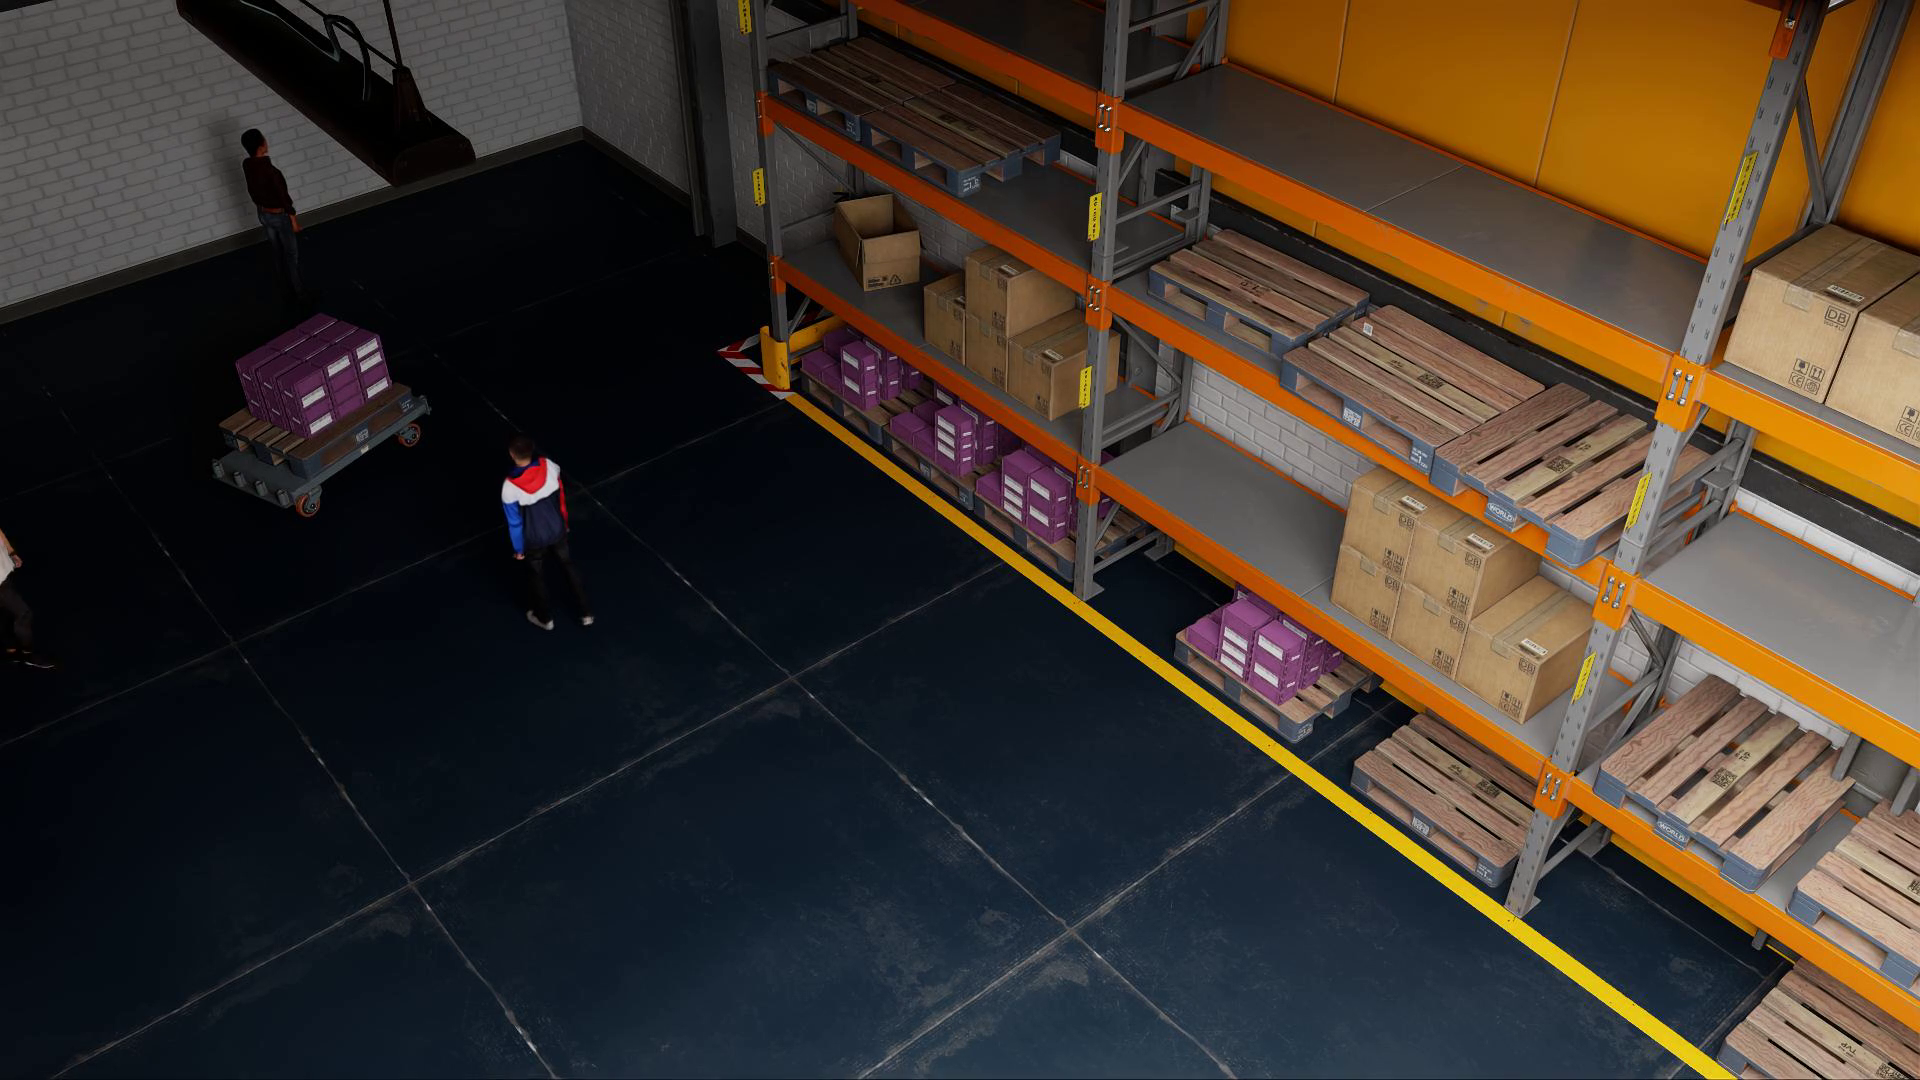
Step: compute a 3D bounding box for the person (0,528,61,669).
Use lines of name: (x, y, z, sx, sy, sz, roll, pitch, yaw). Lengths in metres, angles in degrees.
person: (-6.958, 0.241, 11.803, 0.844, 1.708, 0.740, -7, 39, -8)

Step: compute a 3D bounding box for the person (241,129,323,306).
person: (-6.559, -3.095, 15.921, 0.598, 1.782, 0.765, 19, 42, 22)

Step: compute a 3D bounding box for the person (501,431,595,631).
person: (-3.033, -0.058, 12.120, 0.651, 1.780, 0.740, -30, 47, -32)
